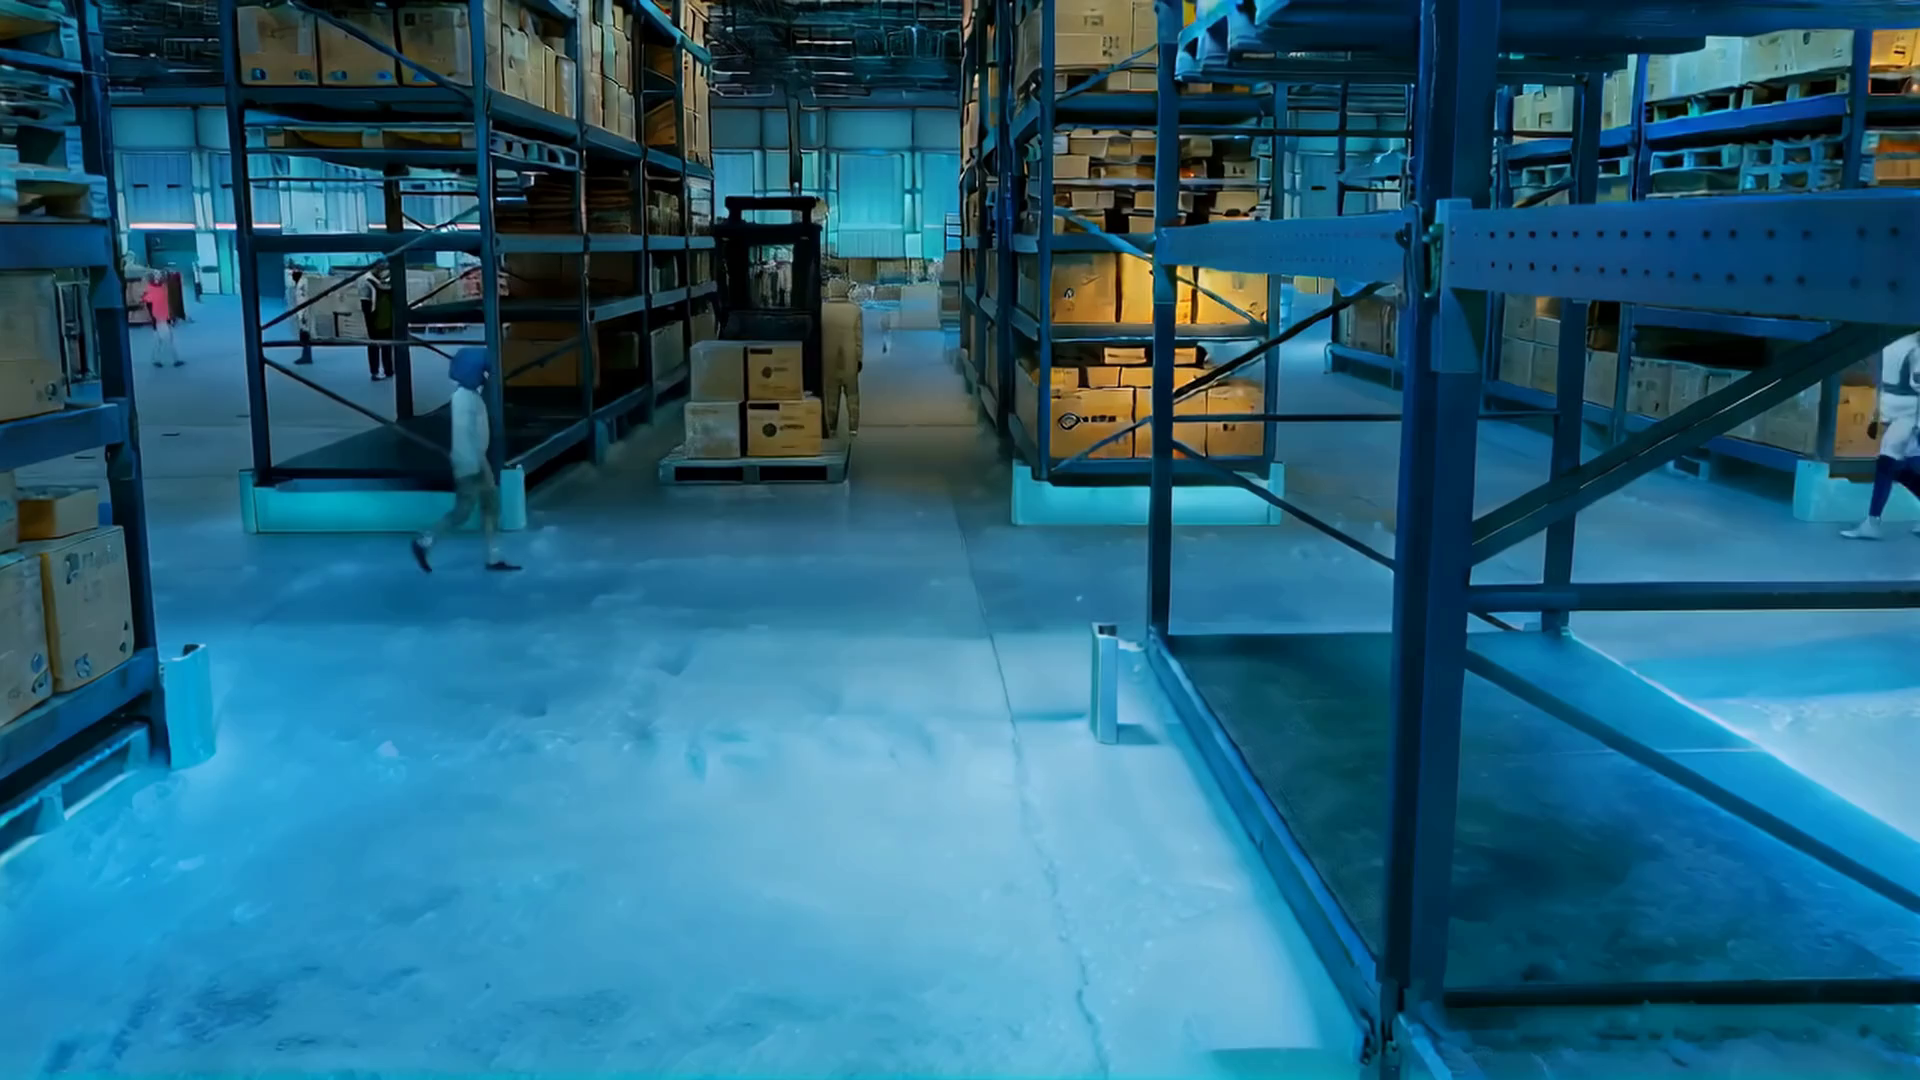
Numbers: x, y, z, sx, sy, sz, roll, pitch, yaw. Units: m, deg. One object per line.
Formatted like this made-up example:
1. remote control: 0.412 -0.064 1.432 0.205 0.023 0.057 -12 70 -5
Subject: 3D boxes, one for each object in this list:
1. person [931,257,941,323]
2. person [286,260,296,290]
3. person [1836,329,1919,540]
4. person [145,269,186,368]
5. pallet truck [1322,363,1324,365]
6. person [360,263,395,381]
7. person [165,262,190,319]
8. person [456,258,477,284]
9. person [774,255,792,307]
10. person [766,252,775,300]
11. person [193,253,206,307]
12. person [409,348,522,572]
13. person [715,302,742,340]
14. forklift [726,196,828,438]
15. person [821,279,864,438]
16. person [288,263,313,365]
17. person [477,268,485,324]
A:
1. person: -0.548 -7.176 47.836 0.609 1.898 0.644 -9 14 -41
2. person: -22.587 -8.657 56.604 0.768 1.717 0.491 6 12 30
3. person: 7.443 -0.982 13.064 0.913 2.010 0.634 0 10 -1
4. person: -14.741 -4.091 30.802 0.782 1.837 0.546 4 11 20
5. pallet truck: 7.712 -4.157 30.737 1.885 1.965 0.823 3 11 16
6. person: -9.792 -3.736 28.272 0.536 2.000 0.673 5 12 28
7. person: -23.193 -7.331 49.096 0.646 1.749 0.535 -3 11 -14
8. person: -17.220 -8.932 57.934 0.699 1.788 0.822 -10 14 -43
9. person: -5.545 -7.881 51.673 0.661 1.923 0.672 4 11 22
10. person: -7.689 -10.733 67.546 0.377 1.932 0.552 -1 10 -3
11. person: -27.539 -9.412 60.177 0.355 1.938 0.634 -4 11 -21
12. person: -3.499 -0.543 11.682 0.680 1.609 0.509 0 10 -2
13. person: -2.455 -1.790 18.390 0.531 1.697 0.320 -6 12 -30
14. forklift: -2.041 -2.340 18.156 1.129 2.768 1.873 0 10 -2
15. person: -1.465 -2.172 19.958 0.643 1.901 0.400 -5 11 -25
16. person: -12.627 -4.322 31.825 0.360 1.939 0.543 -6 12 -30
17. person: -13.433 -7.092 47.328 0.581 1.919 0.395 -3 11 -18
